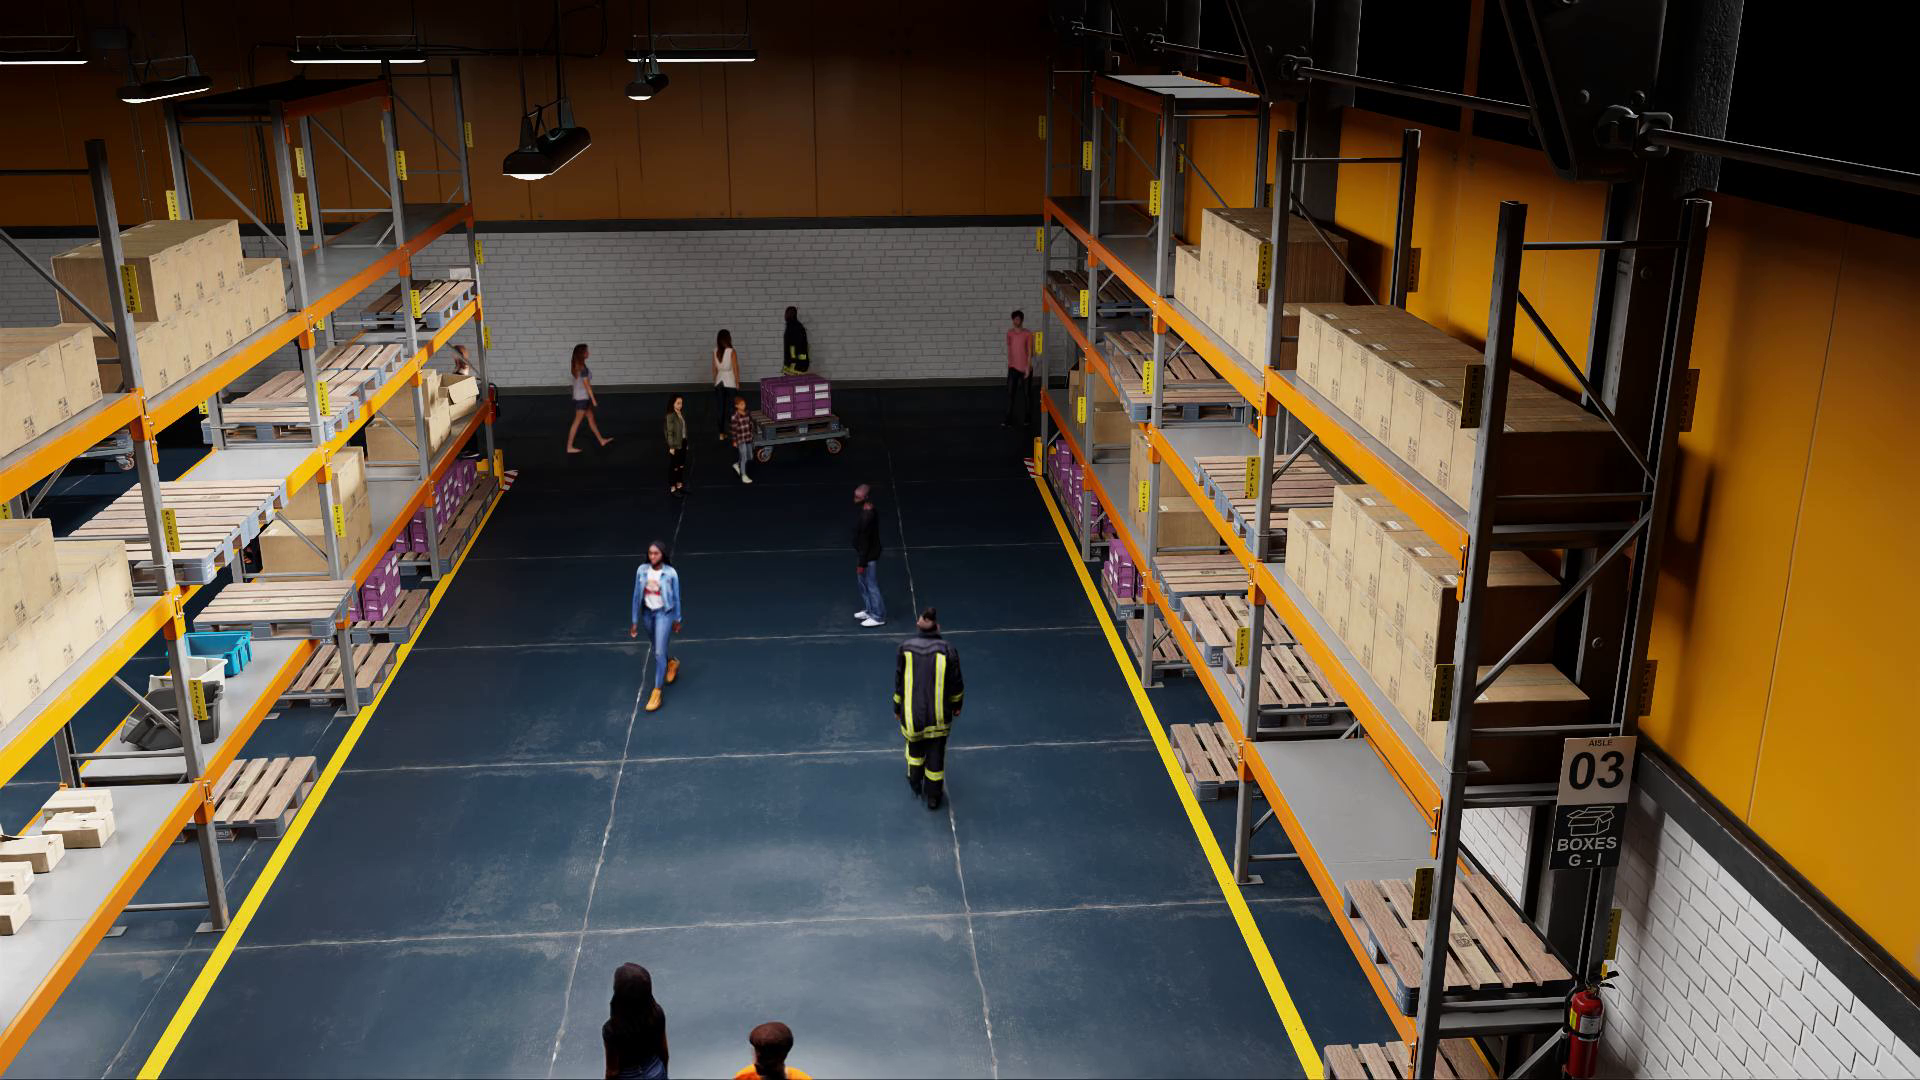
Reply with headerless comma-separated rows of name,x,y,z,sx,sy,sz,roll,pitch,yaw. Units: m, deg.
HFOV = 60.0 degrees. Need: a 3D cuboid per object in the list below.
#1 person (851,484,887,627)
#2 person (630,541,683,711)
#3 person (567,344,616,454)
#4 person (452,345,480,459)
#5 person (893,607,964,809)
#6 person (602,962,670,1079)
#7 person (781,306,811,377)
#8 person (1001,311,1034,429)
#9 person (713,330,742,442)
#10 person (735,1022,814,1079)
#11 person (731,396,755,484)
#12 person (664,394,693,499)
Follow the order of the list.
person,-1.003,0.170,18.743,0.703,1.717,0.546,2,19,5
person,-3.040,0.804,16.930,0.884,1.672,1.261,5,19,14
person,-5.928,-2.150,25.685,0.929,1.683,1.053,-9,21,-26
person,-7.620,-2.144,25.566,0.729,1.747,0.617,-13,22,-33
person,-0.309,1.486,14.628,0.828,1.849,0.856,1,19,3
person,-1.850,3.225,9.639,0.650,1.736,0.677,-13,23,-34
person,-2.700,-3.076,28.235,1.014,1.810,0.975,-9,21,-25
person,1.044,-2.798,27.250,0.976,1.911,1.253,6,20,18
person,-3.728,-2.460,26.447,0.674,1.784,0.667,7,20,19
person,-0.976,3.383,8.945,0.753,1.881,0.740,4,19,12
person,-3.214,-1.485,24.324,0.792,1.291,0.734,15,24,37
person,-4.024,-1.353,23.642,0.713,1.476,0.589,7,20,21
